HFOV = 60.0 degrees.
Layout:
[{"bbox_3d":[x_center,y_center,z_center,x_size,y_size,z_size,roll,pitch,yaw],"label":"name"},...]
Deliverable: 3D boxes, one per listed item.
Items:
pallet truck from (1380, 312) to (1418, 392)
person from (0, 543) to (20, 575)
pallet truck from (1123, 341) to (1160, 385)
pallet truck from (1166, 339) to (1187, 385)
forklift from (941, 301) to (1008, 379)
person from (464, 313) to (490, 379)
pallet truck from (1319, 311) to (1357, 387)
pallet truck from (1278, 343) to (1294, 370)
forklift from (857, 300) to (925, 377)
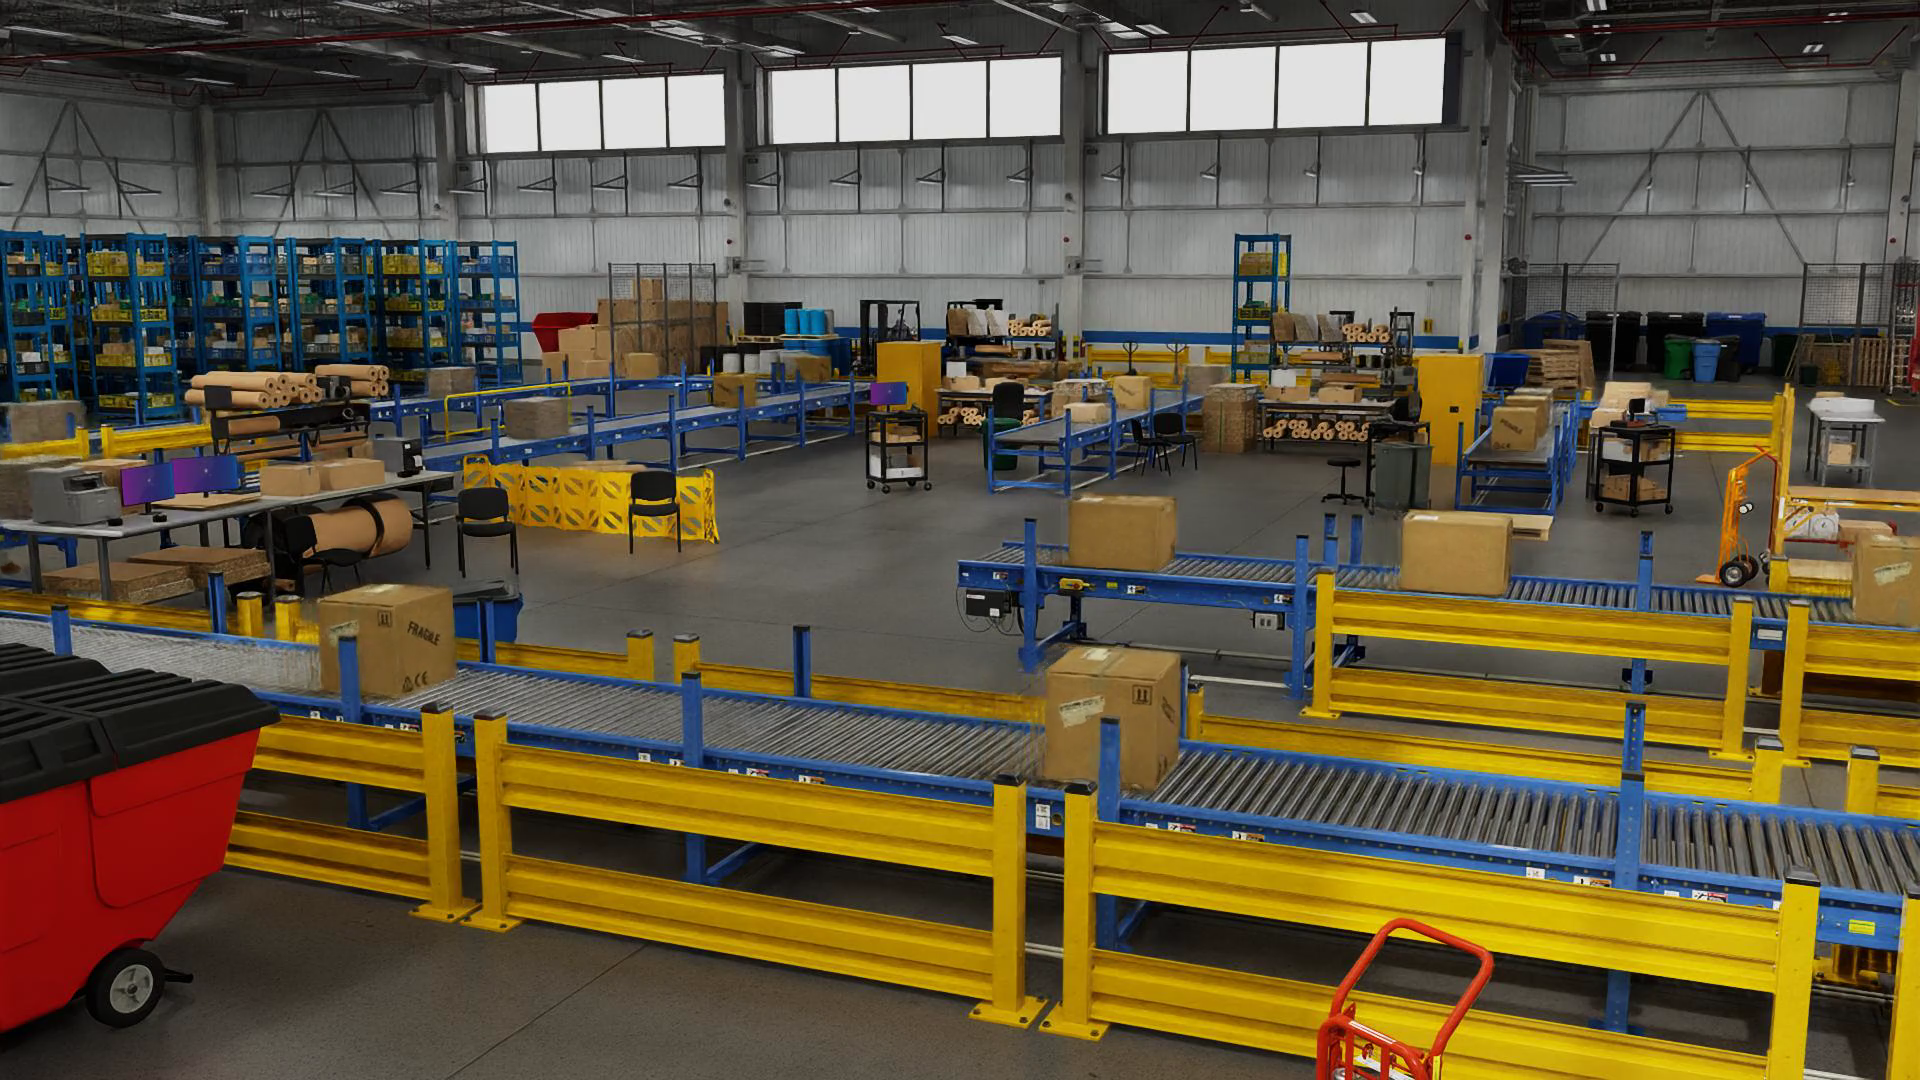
[{"bbox_3d":[10.207,-4.283,38.369,0.823,1.965,1.885,3,10,20],"label":"pallet truck"},{"bbox_3d":[-9.511,-0.553,16.102,0.412,1.901,0.778,0,9,3],"label":"person"},{"bbox_3d":[4.445,-4.380,41.279,0.680,1.201,1.601,4,10,22],"label":"pallet truck"},{"bbox_3d":[5.418,-4.269,40.420,0.704,1.261,1.522,3,10,20],"label":"pallet truck"},{"bbox_3d":[0.365,-4.966,41.571,1.157,1.987,2.680,3,10,20],"label":"forklift"},{"bbox_3d":[-12.414,-4.975,42.737,0.633,1.947,1.016,-7,12,-37],"label":"person"},{"bbox_3d":[9.071,-4.419,39.190,0.823,1.965,1.885,5,10,26],"label":"pallet truck"},{"bbox_3d":[7.886,-4.163,39.743,0.653,1.274,1.630,4,10,22],"label":"pallet truck"},{"bbox_3d":[-1.732,-5.109,42.468,1.157,1.987,2.680,4,10,22],"label":"forklift"}]
